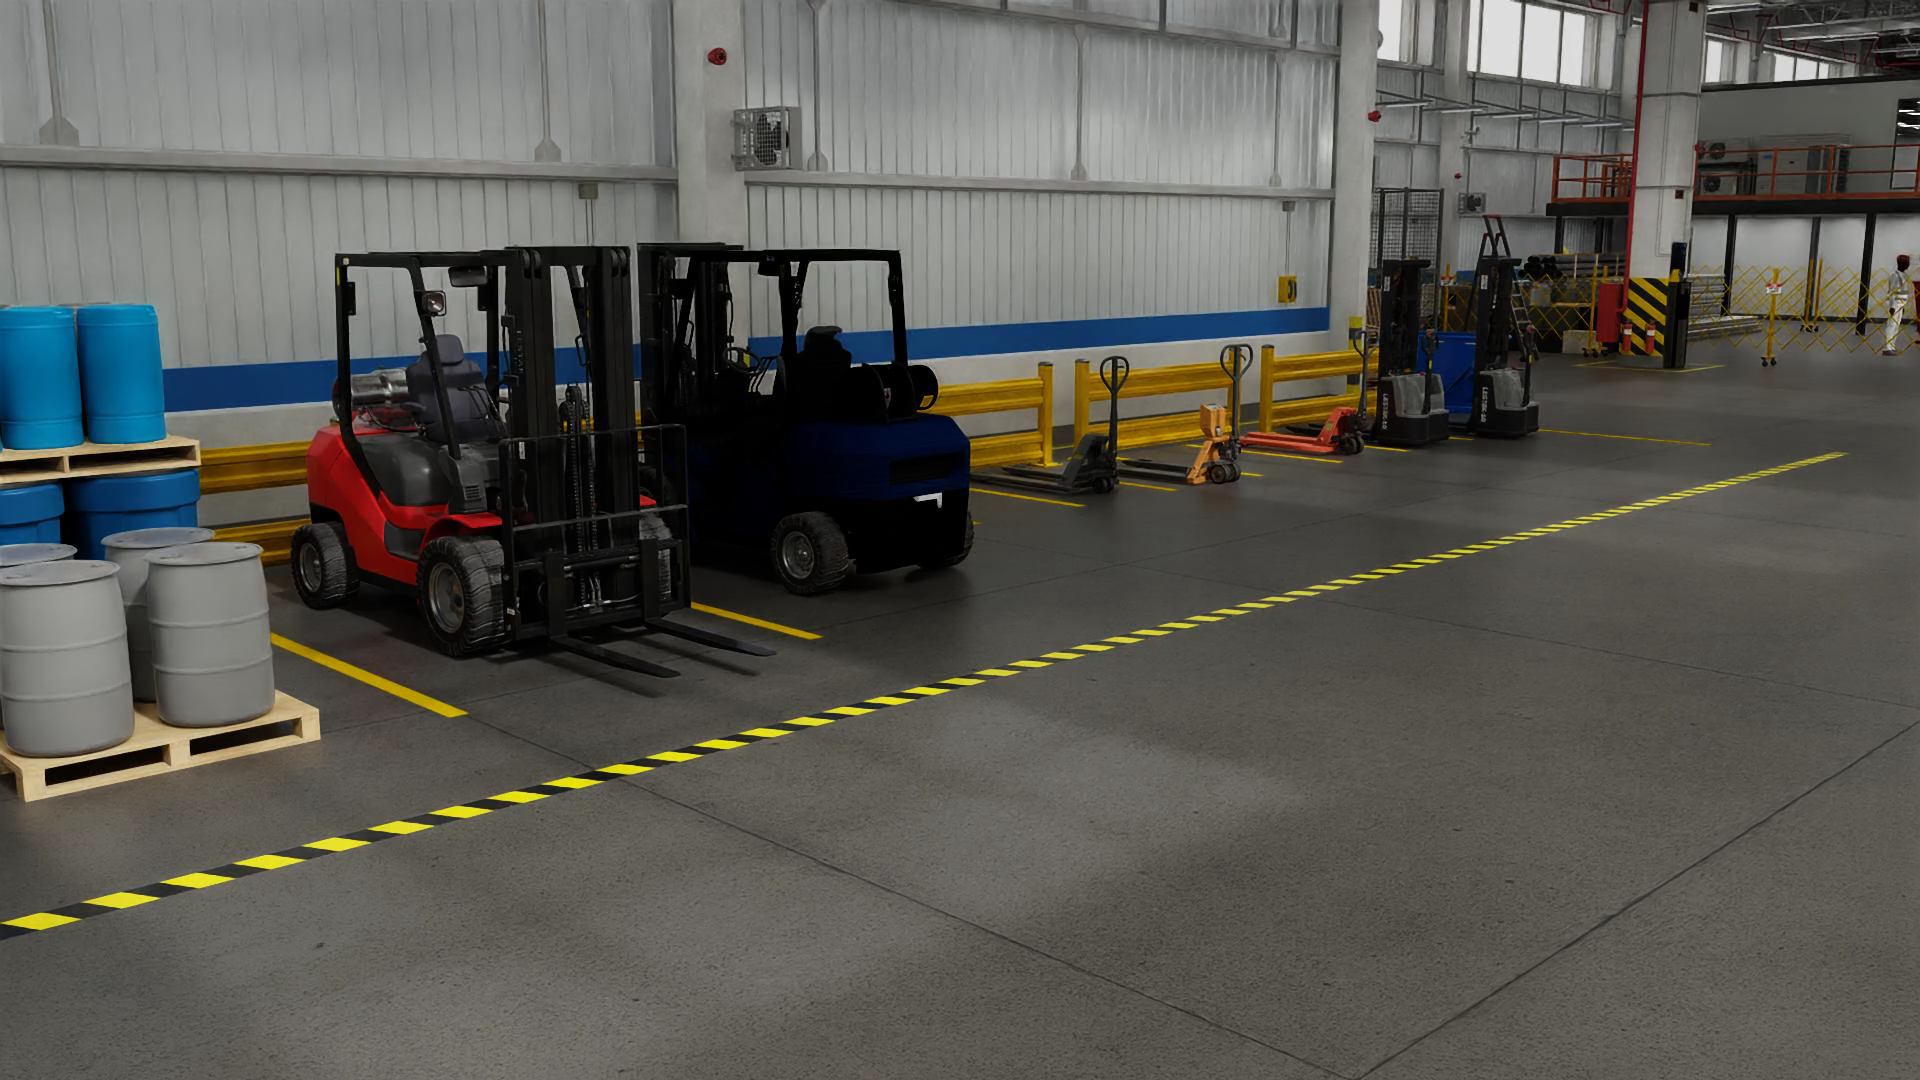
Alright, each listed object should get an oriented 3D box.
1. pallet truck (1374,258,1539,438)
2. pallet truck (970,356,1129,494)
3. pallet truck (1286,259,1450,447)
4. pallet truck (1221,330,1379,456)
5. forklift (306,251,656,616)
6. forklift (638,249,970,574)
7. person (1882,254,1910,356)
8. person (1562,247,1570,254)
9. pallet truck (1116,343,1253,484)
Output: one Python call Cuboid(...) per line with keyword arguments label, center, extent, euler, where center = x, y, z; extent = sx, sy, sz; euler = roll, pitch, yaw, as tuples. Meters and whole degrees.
Cuboid(label="pallet truck", center=(5.704, -2.208, 18.901), extent=(1.885, 1.965, 0.823), euler=(10, 14, 43))
Cuboid(label="pallet truck", center=(0.784, -1.085, 14.876), extent=(0.680, 1.201, 1.601), euler=(-10, 14, -44))
Cuboid(label="pallet truck", center=(4.493, -2.078, 18.196), extent=(0.823, 1.965, 1.885), euler=(-9, 14, -40))
Cuboid(label="pallet truck", center=(3.563, -1.581, 17.381), extent=(0.653, 1.274, 1.630), euler=(-10, 14, -44))
Cuboid(label="forklift", center=(-2.833, -0.669, 9.694), extent=(1.157, 1.987, 2.680), euler=(-10, 14, -44))
Cuboid(label="forklift", center=(-1.173, -0.958, 11.239), extent=(2.680, 1.987, 1.157), euler=(10, 14, 43))
Cuboid(label="person", center=(17.462, -4.369, 30.996), extent=(0.583, 1.882, 0.337), euler=(-10, 14, -44))
Cuboid(label="person", center=(15.583, -6.606, 43.077), extent=(0.593, 1.924, 0.381), euler=(-10, 14, -44))
Cuboid(label="pallet truck", center=(1.962, -1.215, 15.415), extent=(1.522, 1.261, 0.704), euler=(10, 14, 43))
